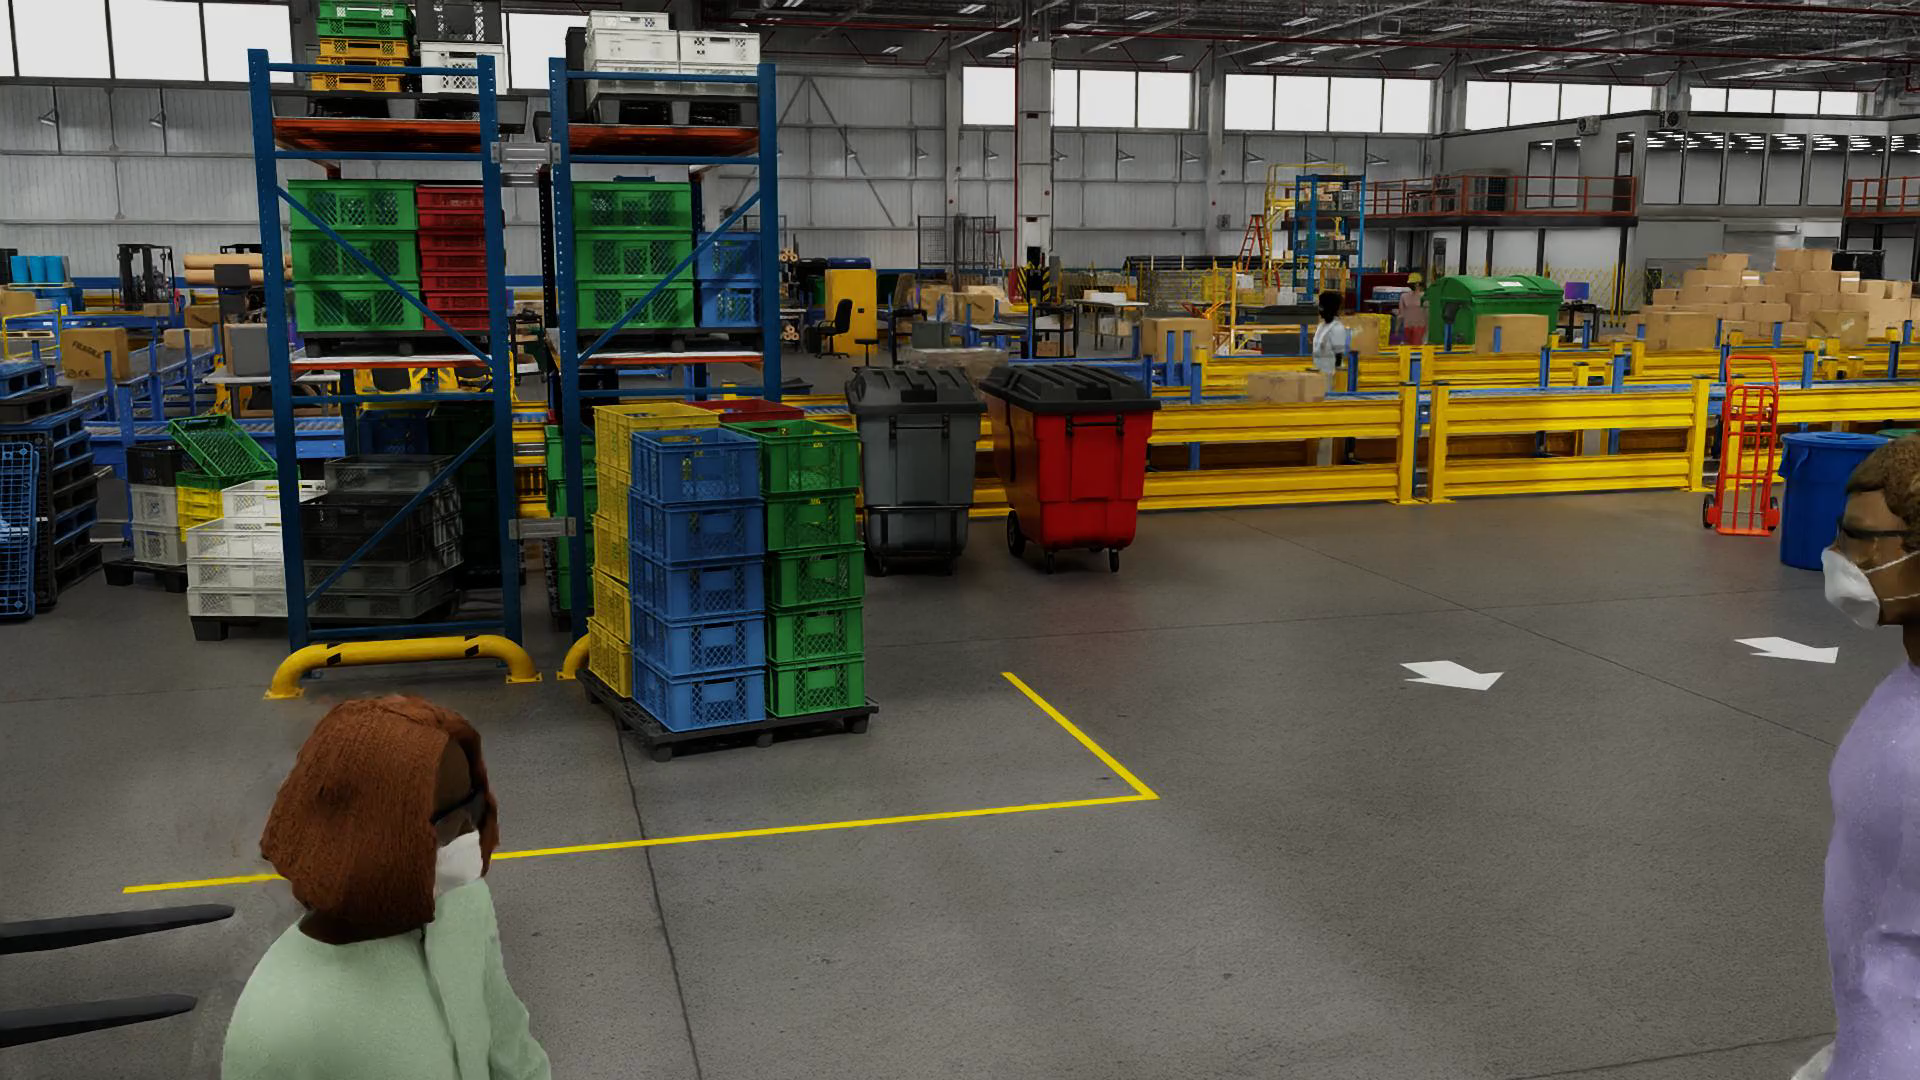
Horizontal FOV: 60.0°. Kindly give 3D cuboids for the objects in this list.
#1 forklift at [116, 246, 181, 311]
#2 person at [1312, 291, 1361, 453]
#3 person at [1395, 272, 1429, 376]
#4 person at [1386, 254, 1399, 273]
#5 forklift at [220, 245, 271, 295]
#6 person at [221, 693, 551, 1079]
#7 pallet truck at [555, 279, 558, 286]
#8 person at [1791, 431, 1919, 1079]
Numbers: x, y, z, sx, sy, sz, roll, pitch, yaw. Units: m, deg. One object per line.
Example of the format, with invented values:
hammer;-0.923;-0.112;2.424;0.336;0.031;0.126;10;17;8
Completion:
forklift;-19.966;-6.232;40.894;1.157;1.987;2.680;-3;10;-15
person;3.850;-1.726;17.150;0.769;1.669;0.539;-2;10;-9
person;7.262;-3.415;26.568;0.541;1.726;0.900;8;13;39
person;16.166;-9.816;62.362;0.573;1.883;0.354;-3;10;-17
forklift;-17.749;-6.334;41.440;1.157;1.987;2.680;-3;10;-17
person;-0.619;0.968;2.086;0.820;1.592;0.513;1;10;7
pallet truck;-10.604;-6.375;44.520;0.653;1.274;1.630;-3;10;-15
person;1.239;0.783;2.318;1.009;1.883;0.654;4;11;23
